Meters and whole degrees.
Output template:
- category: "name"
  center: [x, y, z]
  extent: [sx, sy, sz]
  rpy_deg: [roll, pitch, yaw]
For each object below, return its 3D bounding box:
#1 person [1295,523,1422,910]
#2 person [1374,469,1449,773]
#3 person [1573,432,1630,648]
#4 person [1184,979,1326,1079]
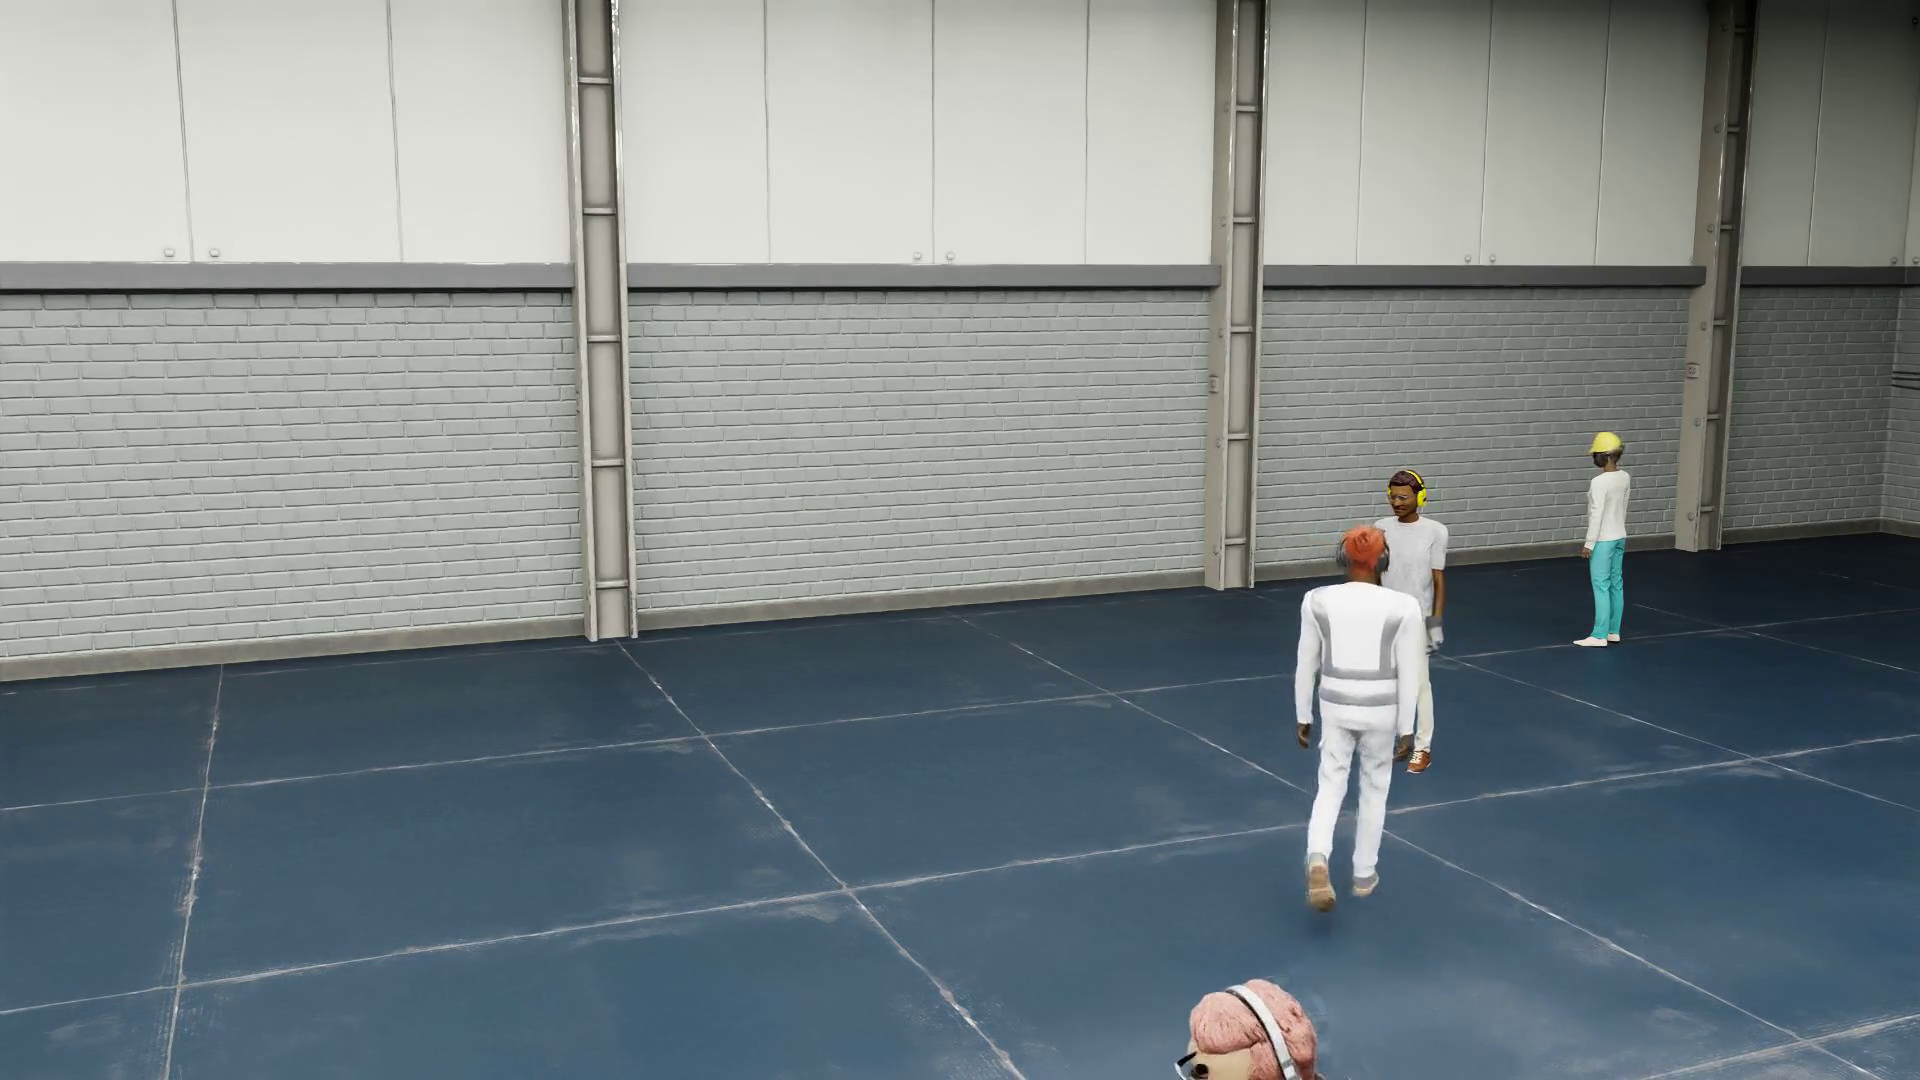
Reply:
- category: "person"
  center: [1.880, 0.852, 7.938]
  extent: [0.583, 1.863, 0.752]
  rpy_deg: [4, 10, 24]
- category: "person"
  center: [2.728, 0.493, 10.200]
  extent: [0.513, 1.861, 0.314]
  rpy_deg: [7, 11, 37]
- category: "person"
  center: [5.253, 0.001, 13.575]
  extent: [0.522, 1.768, 0.314]
  rpy_deg: [-8, 12, -41]
- category: "person"
  center: [0.594, 1.655, 2.980]
  extent: [1.001, 1.831, 0.653]
  rpy_deg: [-2, 9, -10]
